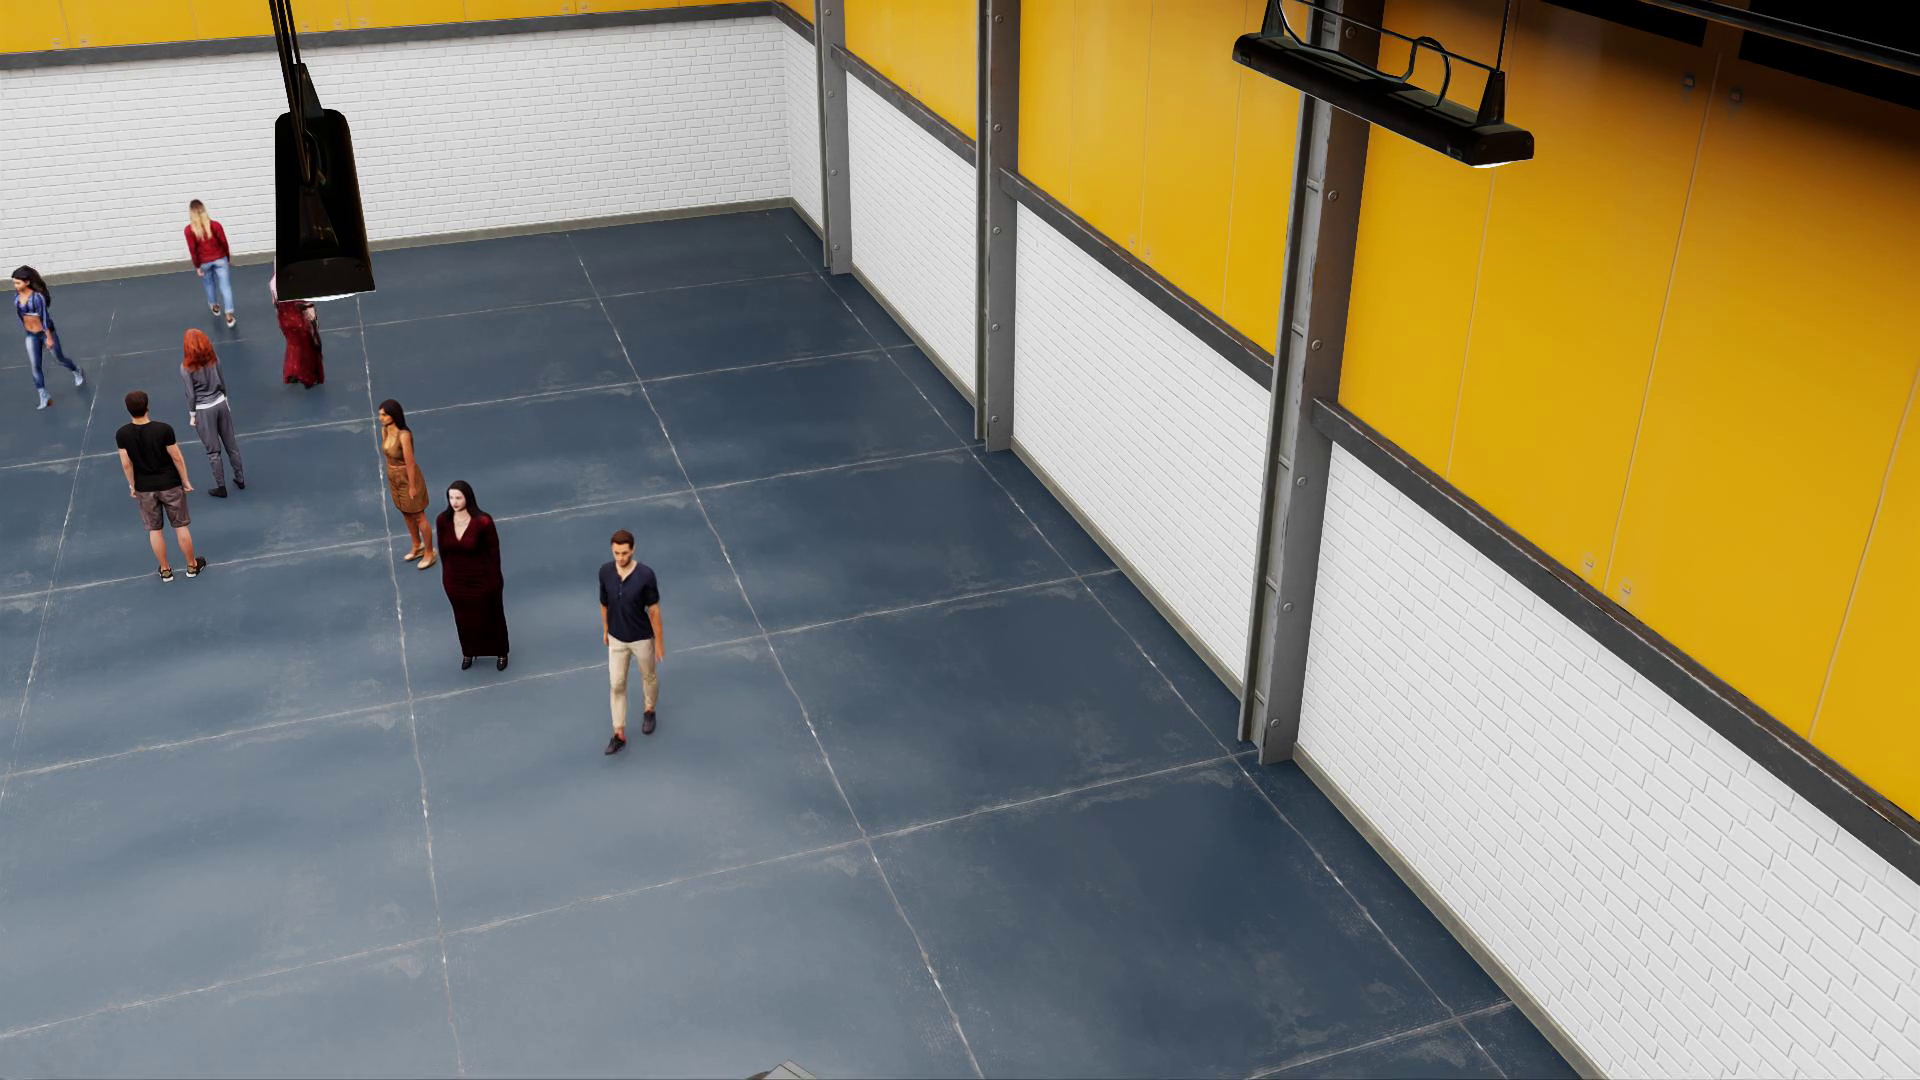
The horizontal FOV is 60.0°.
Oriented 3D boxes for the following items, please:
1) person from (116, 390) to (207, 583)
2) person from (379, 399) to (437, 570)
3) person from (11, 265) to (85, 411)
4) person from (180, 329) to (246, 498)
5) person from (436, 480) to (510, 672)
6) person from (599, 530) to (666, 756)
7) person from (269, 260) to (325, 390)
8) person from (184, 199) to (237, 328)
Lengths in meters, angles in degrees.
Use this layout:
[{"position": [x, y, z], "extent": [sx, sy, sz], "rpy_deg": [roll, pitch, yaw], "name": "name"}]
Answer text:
[{"position": [-7.298, -0.496, 15.115], "extent": [0.674, 1.862, 0.569], "rpy_deg": [-9, 30, -16], "name": "person"}, {"position": [-5.111, -0.529, 15.358], "extent": [0.601, 1.687, 0.698], "rpy_deg": [21, 35, 34], "name": "person"}, {"position": [-10.292, -2.314, 18.731], "extent": [0.876, 1.590, 1.106], "rpy_deg": [2, 29, 4], "name": "person"}, {"position": [-7.494, -1.282, 16.641], "extent": [0.679, 1.780, 0.650], "rpy_deg": [18, 33, 29], "name": "person"}, {"position": [-4.033, 0.290, 13.783], "extent": [0.756, 1.757, 0.756], "rpy_deg": [3, 29, 5], "name": "person"}, {"position": [-2.526, 0.706, 12.941], "extent": [0.920, 1.833, 1.072], "rpy_deg": [3, 29, 6], "name": "person"}, {"position": [-7.604, -2.461, 18.963], "extent": [0.810, 1.625, 0.866], "rpy_deg": [8, 30, 14], "name": "person"}, {"position": [-9.317, -3.431, 20.772], "extent": [0.606, 1.597, 1.030], "rpy_deg": [-11, 30, -19], "name": "person"}]
